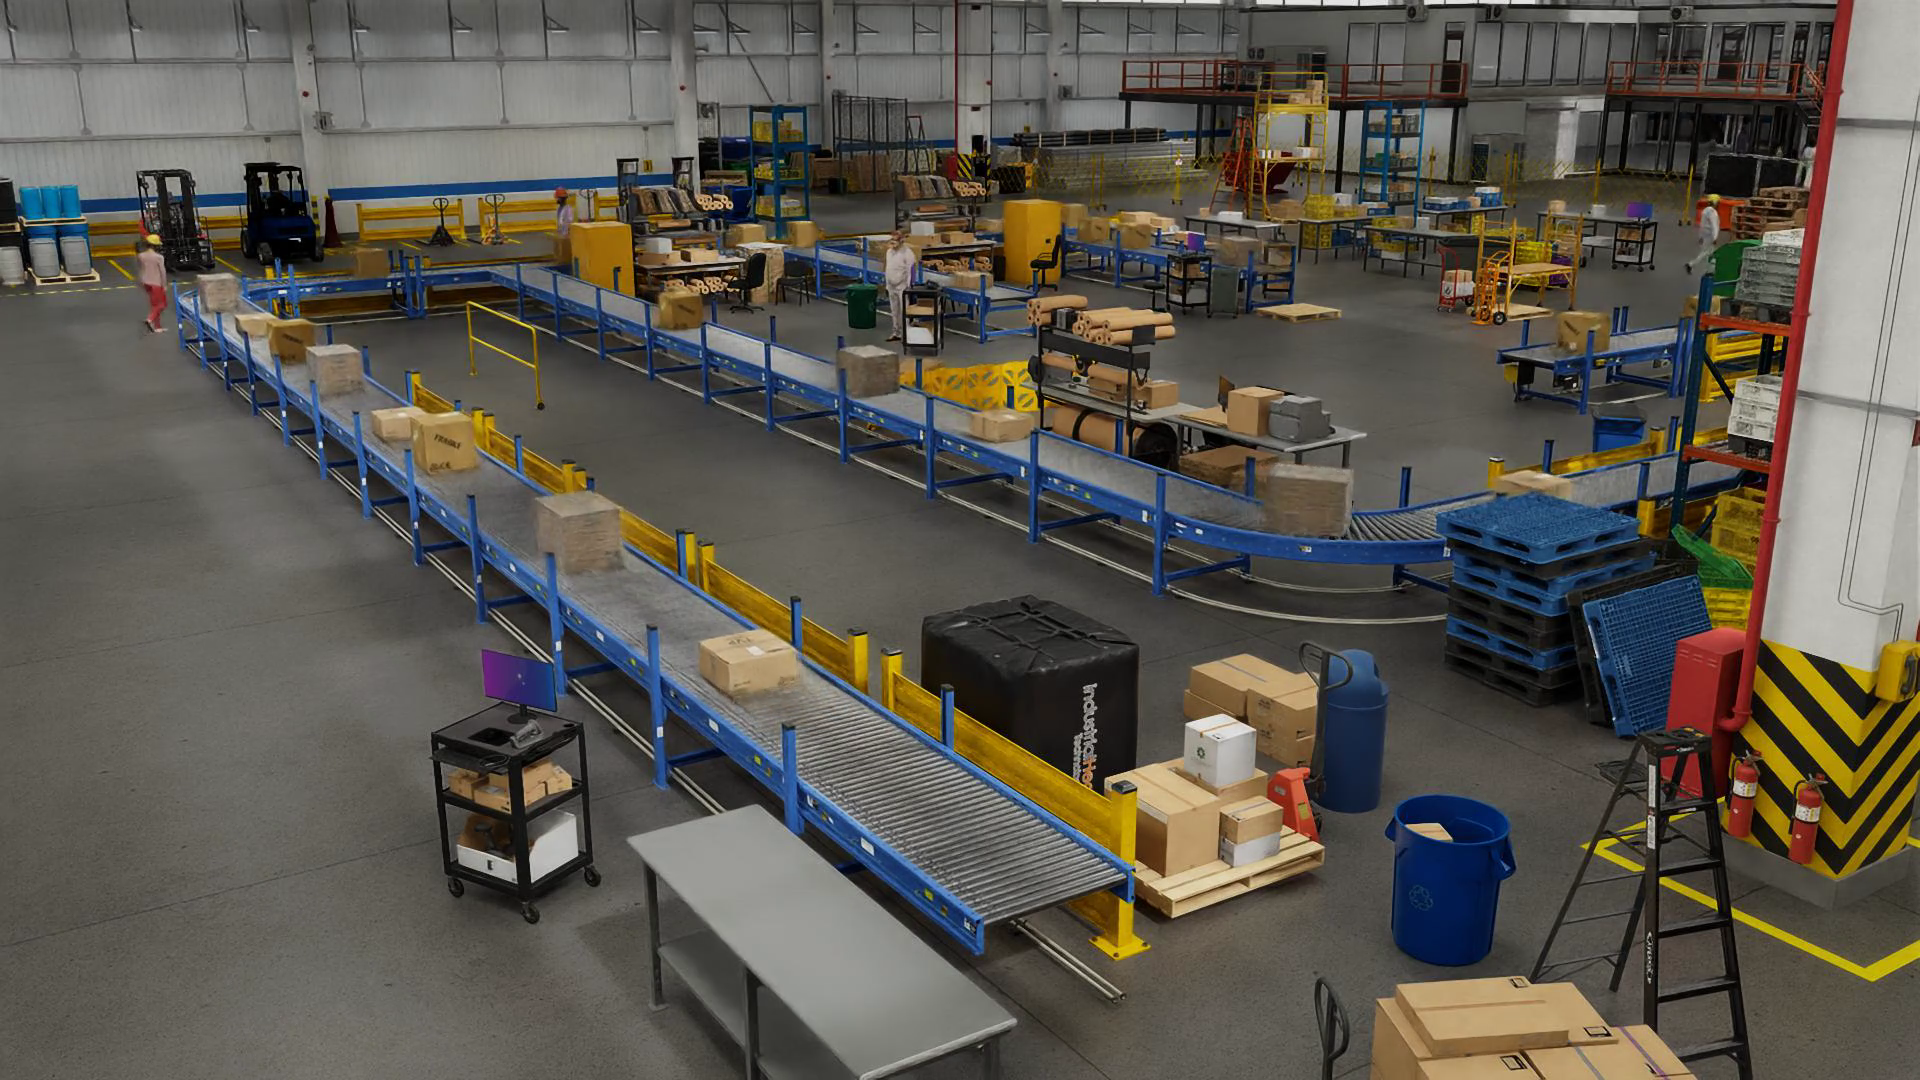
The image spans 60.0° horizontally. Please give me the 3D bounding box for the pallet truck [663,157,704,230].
[{"bbox_3d":[-7.586,-9.308,44.692,0.823,1.965,1.885,-11,20,-33],"label":"pallet truck"}]

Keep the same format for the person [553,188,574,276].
[{"bbox_3d":[-8.276,-6.343,34.777,0.442,2.024,0.646,-14,22,-38],"label":"person"}]

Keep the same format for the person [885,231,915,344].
[{"bbox_3d":[-1.044,-4.266,28.101,0.644,1.897,0.397,16,23,42],"label":"person"}]

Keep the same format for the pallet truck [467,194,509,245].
[{"bbox_3d":[-11.983,-8.177,42.137,0.704,1.261,1.522,-11,20,-33],"label":"pallet truck"}]

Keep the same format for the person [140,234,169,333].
[{"bbox_3d":[-14.054,-4.446,28.952,0.531,1.742,0.513,5,17,15],"label":"person"}]

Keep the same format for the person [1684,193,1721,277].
[{"bbox_3d":[16.088,-6.562,35.880,0.697,1.808,0.600,2,17,8],"label":"person"}]

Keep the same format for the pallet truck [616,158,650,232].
[{"bbox_3d":[-8.918,-9.176,44.255,0.823,1.965,1.885,-9,19,-27],"label":"pallet truck"}]

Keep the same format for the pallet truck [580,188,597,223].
[{"bbox_3d":[-10.010,-8.652,43.699,0.653,1.274,1.630,-10,20,-31],"label":"pallet truck"}]

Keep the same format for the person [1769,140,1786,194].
[{"bbox_3d":[26.839,-12.135,54.401,0.731,1.817,0.538,3,17,10],"label":"person"}]

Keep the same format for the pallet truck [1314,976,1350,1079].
[{"bbox_3d":[2.299,2.390,7.086,1.601,1.201,0.680,-2,17,-7],"label":"pallet truck"}]

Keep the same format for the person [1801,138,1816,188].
[{"bbox_3d":[28.251,-12.458,55.447,0.946,1.834,0.582,-6,18,-19],"label":"person"}]

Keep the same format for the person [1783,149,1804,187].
[{"bbox_3d":[24.503,-10.525,48.919,0.599,1.897,0.755,-3,17,-9],"label":"person"}]

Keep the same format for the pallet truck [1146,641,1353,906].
[{"bbox_3d":[1.664,1.407,10.232,1.630,1.274,0.653,-10,20,-31],"label":"pallet truck"}]

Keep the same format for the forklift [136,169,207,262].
[{"bbox_3d":[-17.842,-7.318,37.559,1.157,1.987,2.680,-10,20,-31],"label":"forklift"}]

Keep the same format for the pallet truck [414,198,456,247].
[{"bbox_3d":[-13.250,-8.060,41.856,0.680,1.201,1.601,-10,20,-31],"label":"pallet truck"}]

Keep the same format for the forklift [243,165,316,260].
[{"bbox_3d":[-15.898,-7.669,38.708,1.157,1.987,2.680,-11,20,-33],"label":"forklift"}]
